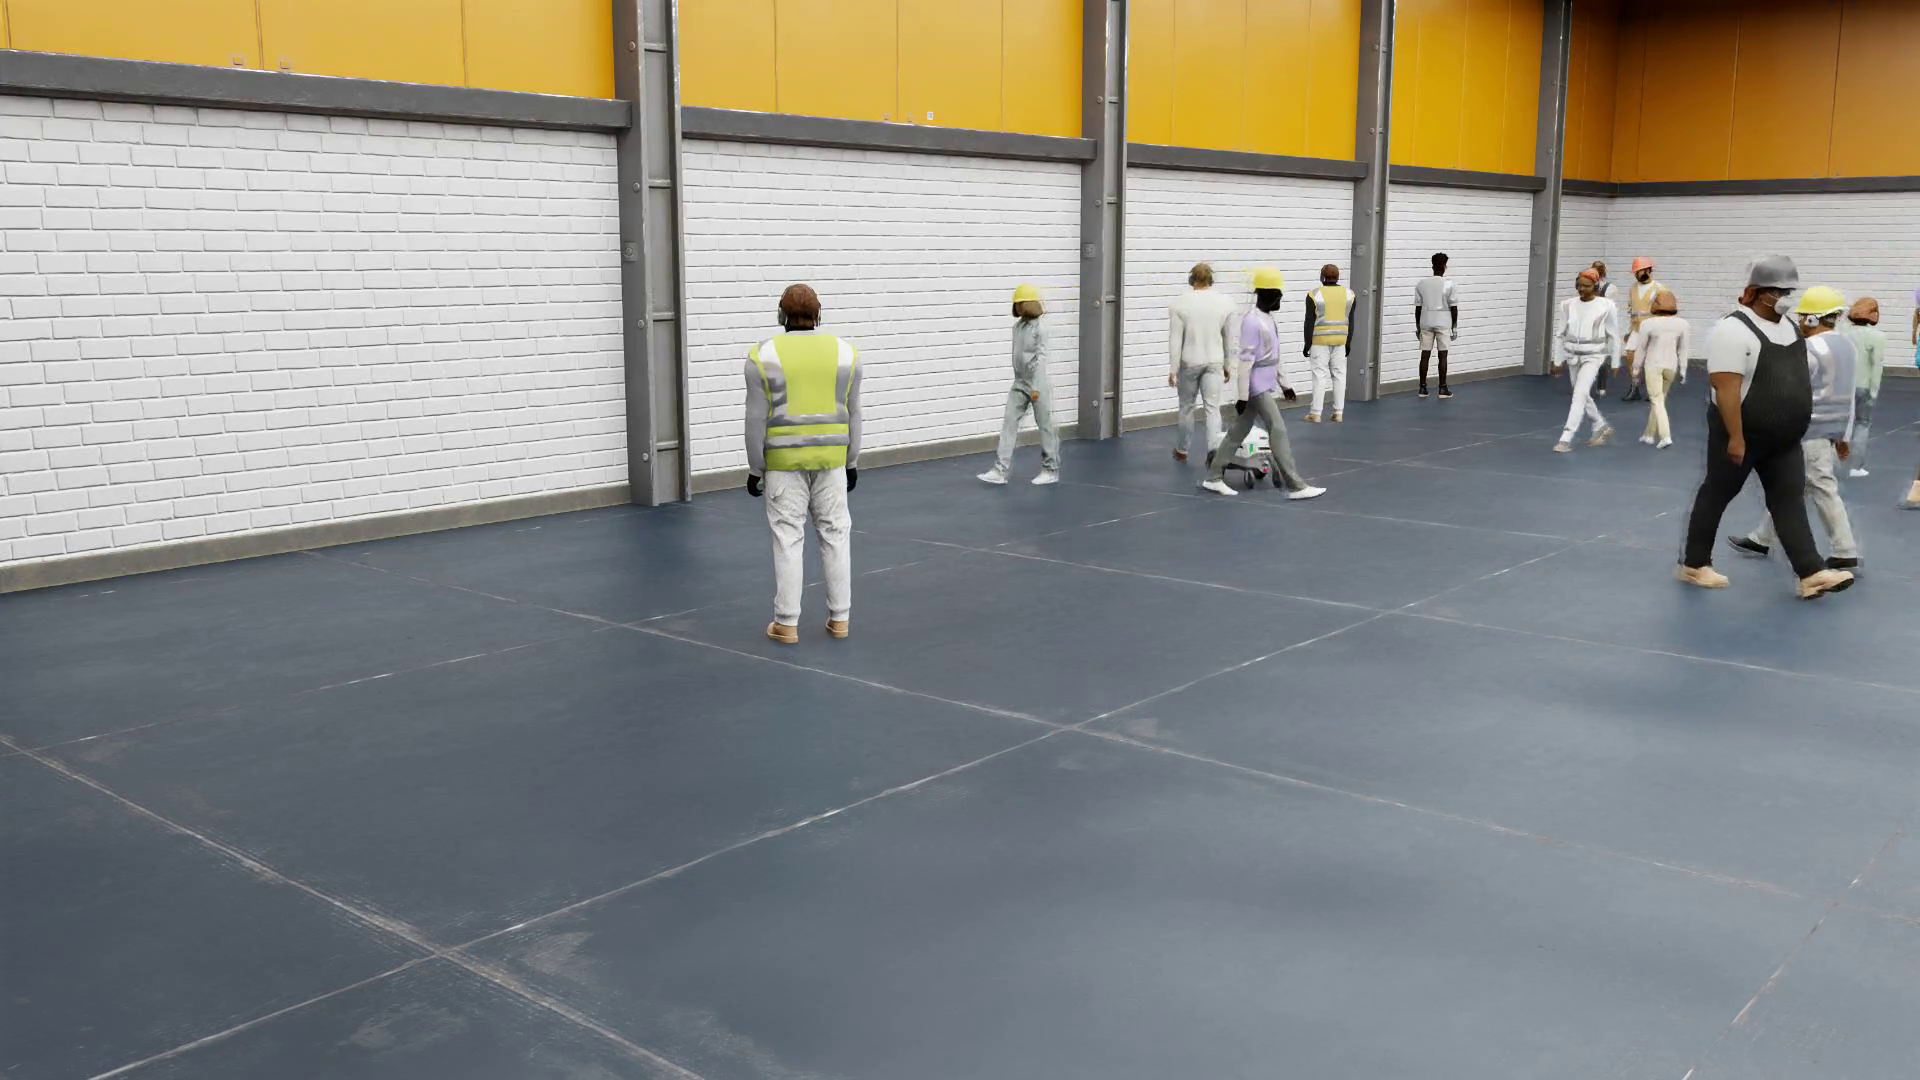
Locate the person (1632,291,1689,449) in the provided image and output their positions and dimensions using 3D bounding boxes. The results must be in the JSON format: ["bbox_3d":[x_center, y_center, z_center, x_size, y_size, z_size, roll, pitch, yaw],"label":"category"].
[{"bbox_3d":[7.134,-1.735,16.930,0.510,1.593,0.833,-1,10,-3],"label":"person"}]

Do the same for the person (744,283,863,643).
[{"bbox_3d":[-0.809,-0.390,8.567,0.624,1.845,0.430,-4,11,-20],"label":"person"}]

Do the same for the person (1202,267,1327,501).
[{"bbox_3d":[2.435,-1.255,13.415,1.032,1.872,0.592,3,11,18],"label":"person"}]

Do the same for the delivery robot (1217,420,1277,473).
[{"bbox_3d":[2.489,-0.797,14.282,0.477,0.478,0.707,-3,10,-16],"label":"delivery robot"}]

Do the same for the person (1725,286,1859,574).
[{"bbox_3d":[5.340,-0.698,10.501,0.596,1.785,0.923,-8,13,-39],"label":"person"}]

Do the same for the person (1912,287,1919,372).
[{"bbox_3d":[12.888,-2.733,21.961,0.478,1.823,0.594,-8,13,-38],"label":"person"}]

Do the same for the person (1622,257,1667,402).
[{"bbox_3d":[8.986,-2.749,21.829,0.752,1.892,0.707,-7,12,-34],"label":"person"}]

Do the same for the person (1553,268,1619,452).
[{"bbox_3d":[6.310,-1.812,16.702,0.956,1.842,0.598,-9,13,-42],"label":"person"}]

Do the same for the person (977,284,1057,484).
[{"bbox_3d":[0.516,-1.302,14.116,0.834,1.705,0.507,-8,13,-37],"label":"person"}]

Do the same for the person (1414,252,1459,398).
[{"bbox_3d":[6.460,-2.908,22.552,0.607,1.966,0.367,7,12,34],"label":"person"}]

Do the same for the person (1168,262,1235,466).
[{"bbox_3d":[2.243,-1.636,15.550,0.645,1.919,0.766,0,10,-2],"label":"person"}]

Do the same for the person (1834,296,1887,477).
[{"bbox_3d":[7.815,-1.333,14.598,0.635,1.607,0.496,-8,13,-39],"label":"person"}]

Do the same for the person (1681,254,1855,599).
[{"bbox_3d":[4.669,-0.674,9.621,0.705,2.000,1.024,-5,11,-25],"label":"person"}]

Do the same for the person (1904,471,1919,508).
[{"bbox_3d":[7.842,-1.195,12.751,1.070,1.986,0.641,-1,10,-5],"label":"person"}]

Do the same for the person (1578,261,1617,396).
[{"bbox_3d":[8.724,-2.899,22.844,0.507,1.847,0.345,1,10,8],"label":"person"}]

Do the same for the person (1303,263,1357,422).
[{"bbox_3d":[4.278,-2.288,19.379,0.627,1.844,0.429,-2,10,-13],"label":"person"}]
